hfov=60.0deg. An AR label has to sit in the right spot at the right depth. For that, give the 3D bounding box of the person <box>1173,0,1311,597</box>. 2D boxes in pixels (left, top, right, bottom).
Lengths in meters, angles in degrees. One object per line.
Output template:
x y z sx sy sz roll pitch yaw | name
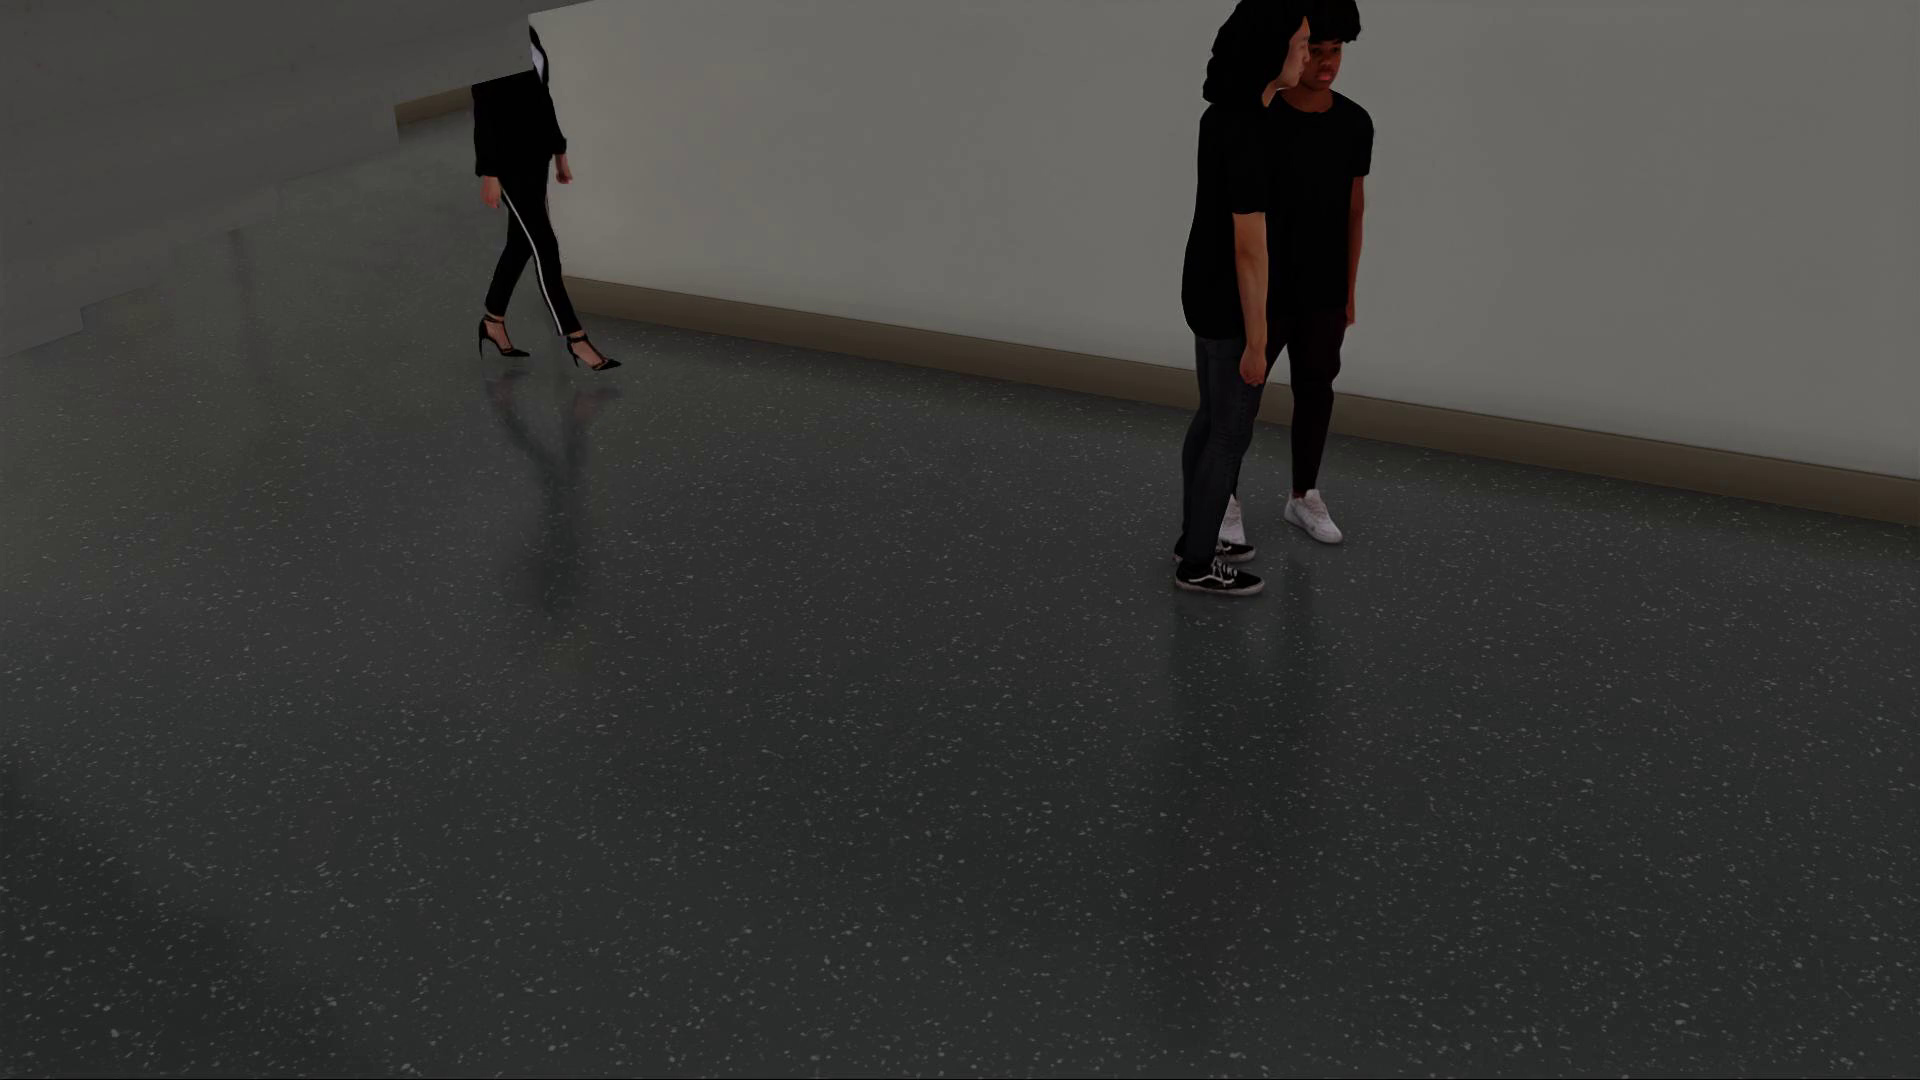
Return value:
0.786 -0.705 4.931 0.712 1.823 0.713 -2 26 -4 | person

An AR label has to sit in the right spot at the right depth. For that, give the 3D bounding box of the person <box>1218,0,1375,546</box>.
1.045 -0.832 5.260 0.666 1.779 0.760 -4 26 -8 | person

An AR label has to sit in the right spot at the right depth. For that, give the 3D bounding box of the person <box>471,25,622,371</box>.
-1.850 -1.504 6.774 0.959 1.676 0.750 6 26 13 | person
